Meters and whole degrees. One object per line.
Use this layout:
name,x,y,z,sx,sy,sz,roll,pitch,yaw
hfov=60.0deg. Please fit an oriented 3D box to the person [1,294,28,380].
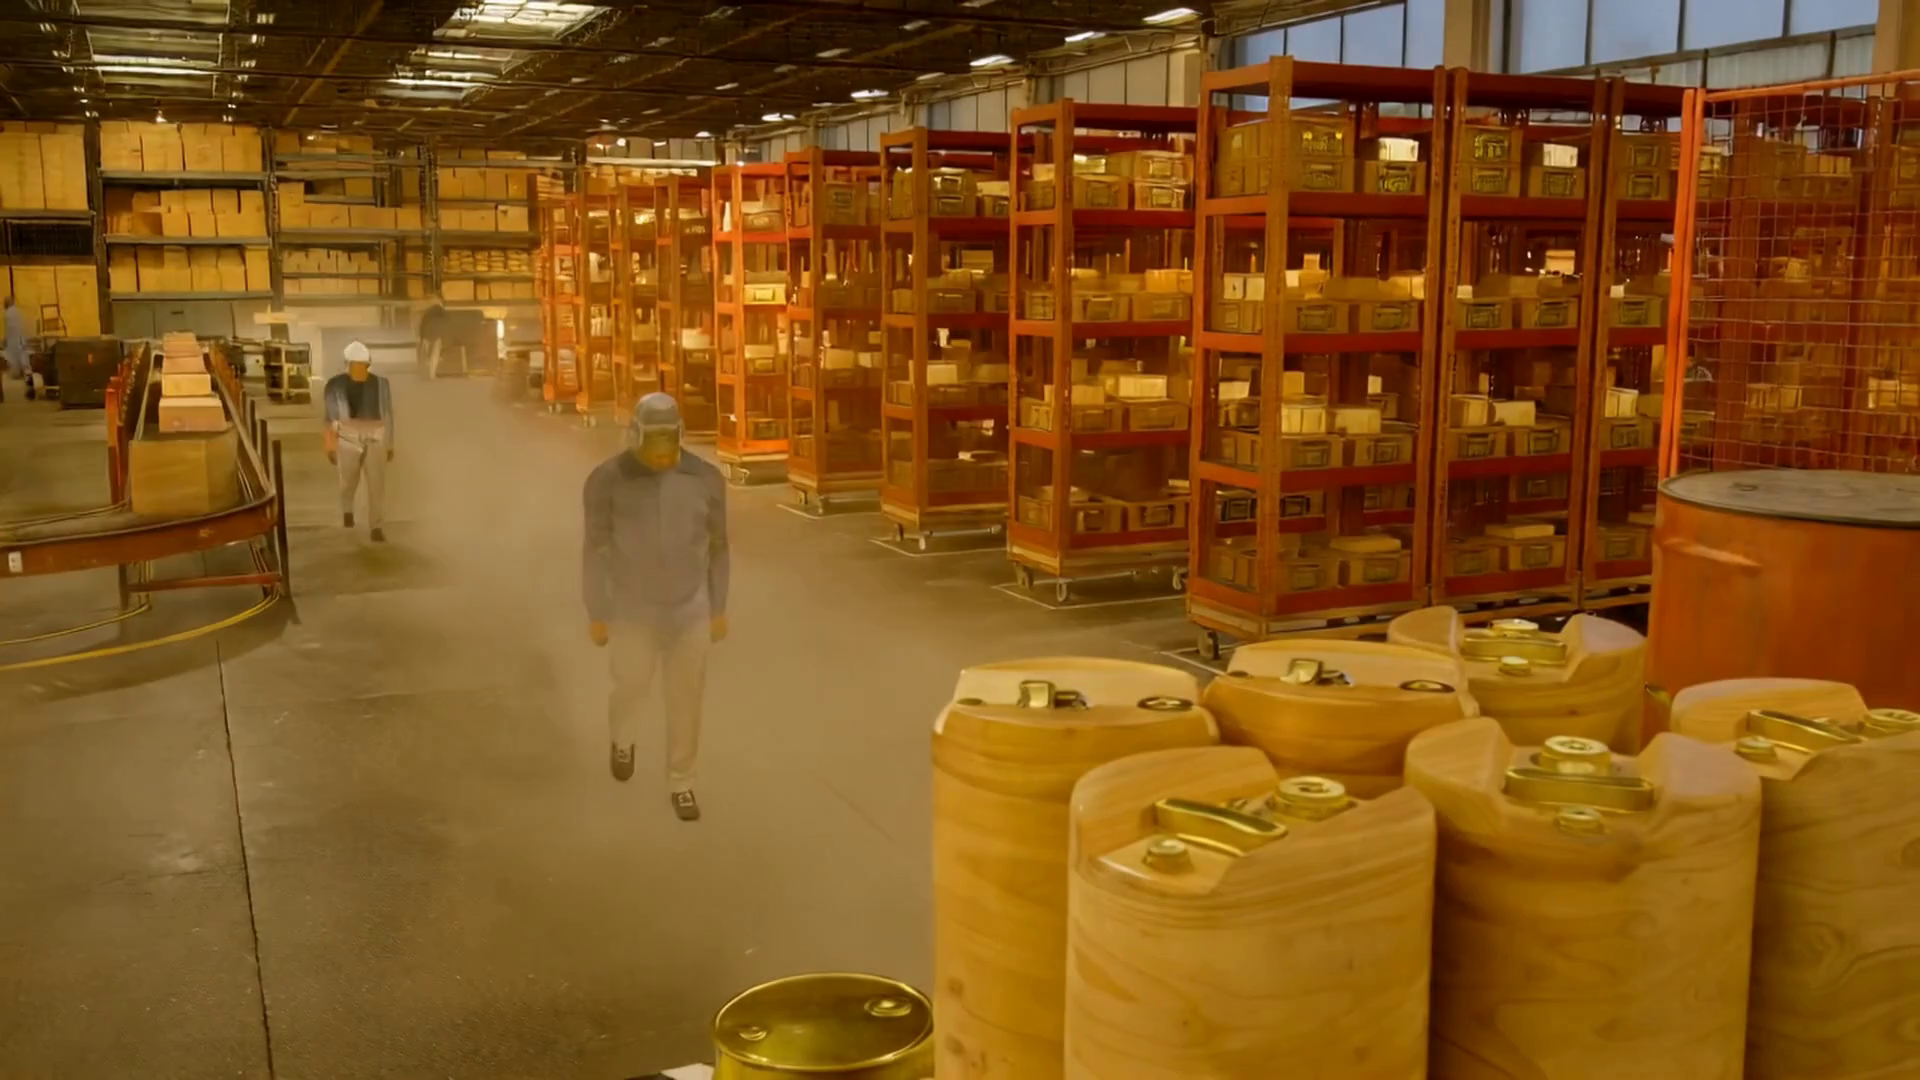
person,-21.108,-4.491,36.917,0.723,1.914,0.665,-2,9,-14

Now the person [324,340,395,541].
person,-5.428,-0.906,15.031,0.605,1.814,0.658,-5,11,-30

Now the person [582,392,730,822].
person,-1.358,0.276,7.440,0.650,1.894,0.621,-4,10,-21

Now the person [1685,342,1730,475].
person,6.777,-0.942,15.197,0.404,1.832,0.580,3,10,19

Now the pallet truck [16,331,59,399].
pallet truck,-17.082,-3.353,31.781,1.630,1.274,0.653,-4,10,-25

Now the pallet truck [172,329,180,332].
pallet truck,-17.275,-3.851,35.096,1.601,1.201,0.680,0,9,1

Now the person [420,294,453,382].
person,-11.492,-4.438,36.559,0.638,1.927,0.839,1,9,7
